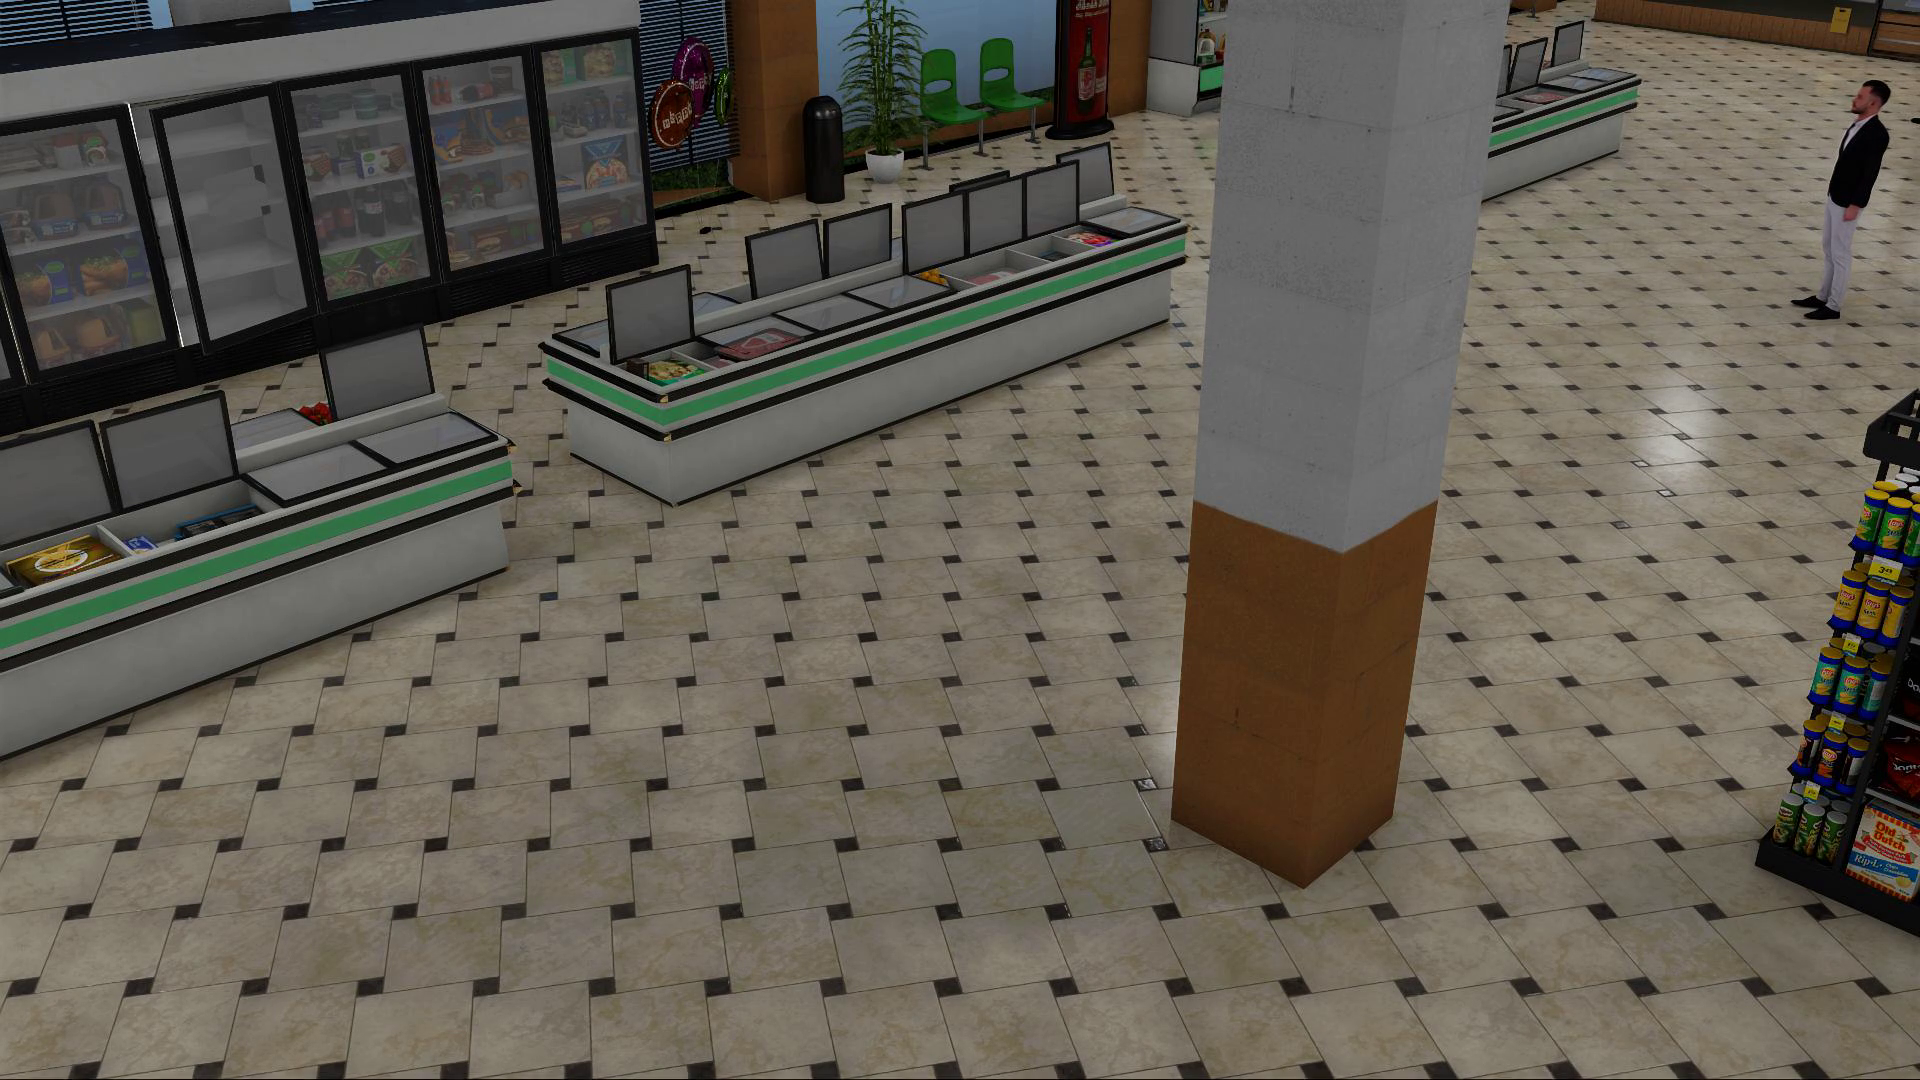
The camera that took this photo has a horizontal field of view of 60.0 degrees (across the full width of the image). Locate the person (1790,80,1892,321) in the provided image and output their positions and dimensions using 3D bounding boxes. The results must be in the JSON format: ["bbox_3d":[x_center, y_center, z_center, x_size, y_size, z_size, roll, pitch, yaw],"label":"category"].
[{"bbox_3d":[6.885,-2.628,12.873,0.801,1.844,0.697,5,27,9],"label":"person"}]
